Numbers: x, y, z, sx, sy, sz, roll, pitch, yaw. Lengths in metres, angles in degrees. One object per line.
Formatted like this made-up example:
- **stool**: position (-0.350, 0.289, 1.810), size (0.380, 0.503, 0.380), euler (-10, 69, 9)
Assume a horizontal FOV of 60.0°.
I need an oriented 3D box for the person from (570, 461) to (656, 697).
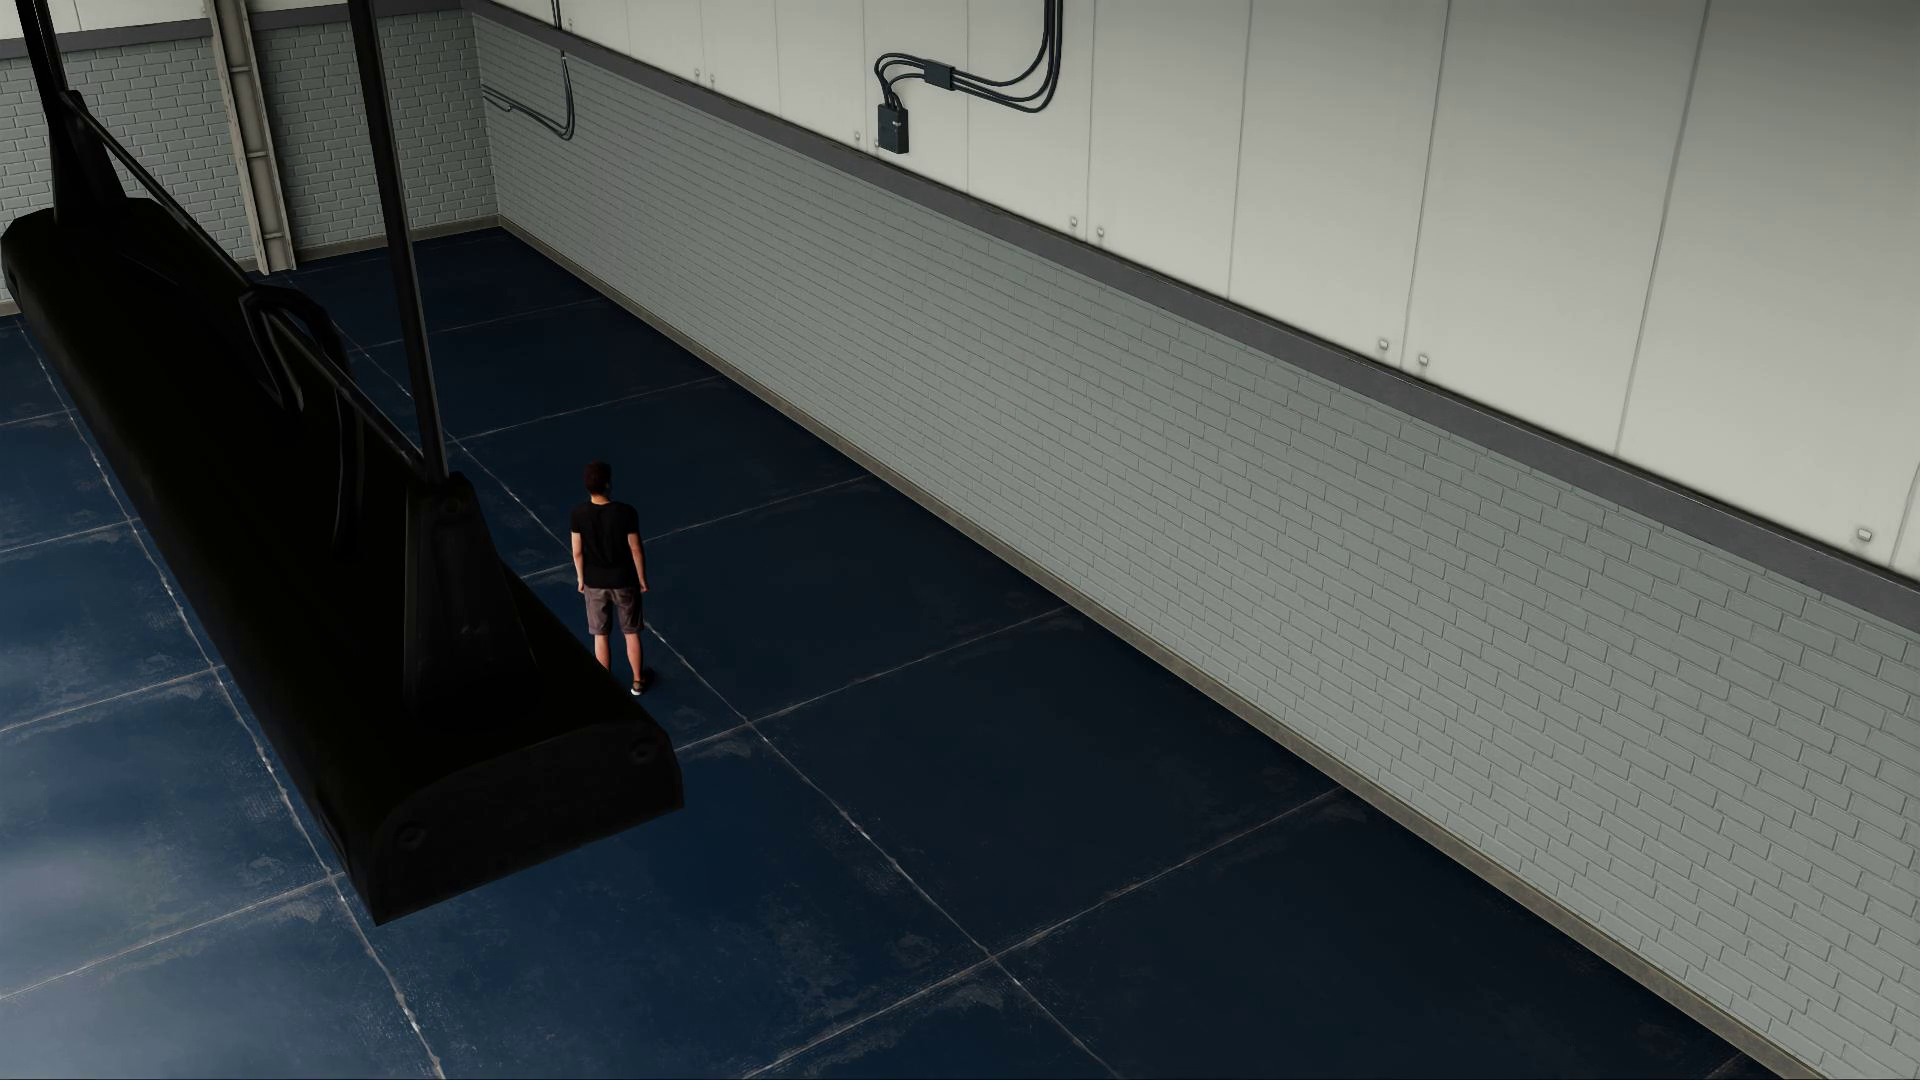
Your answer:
- **person**: position (-2.528, 0.291, 12.010), size (0.708, 1.861, 0.823), euler (-2, 28, -4)
